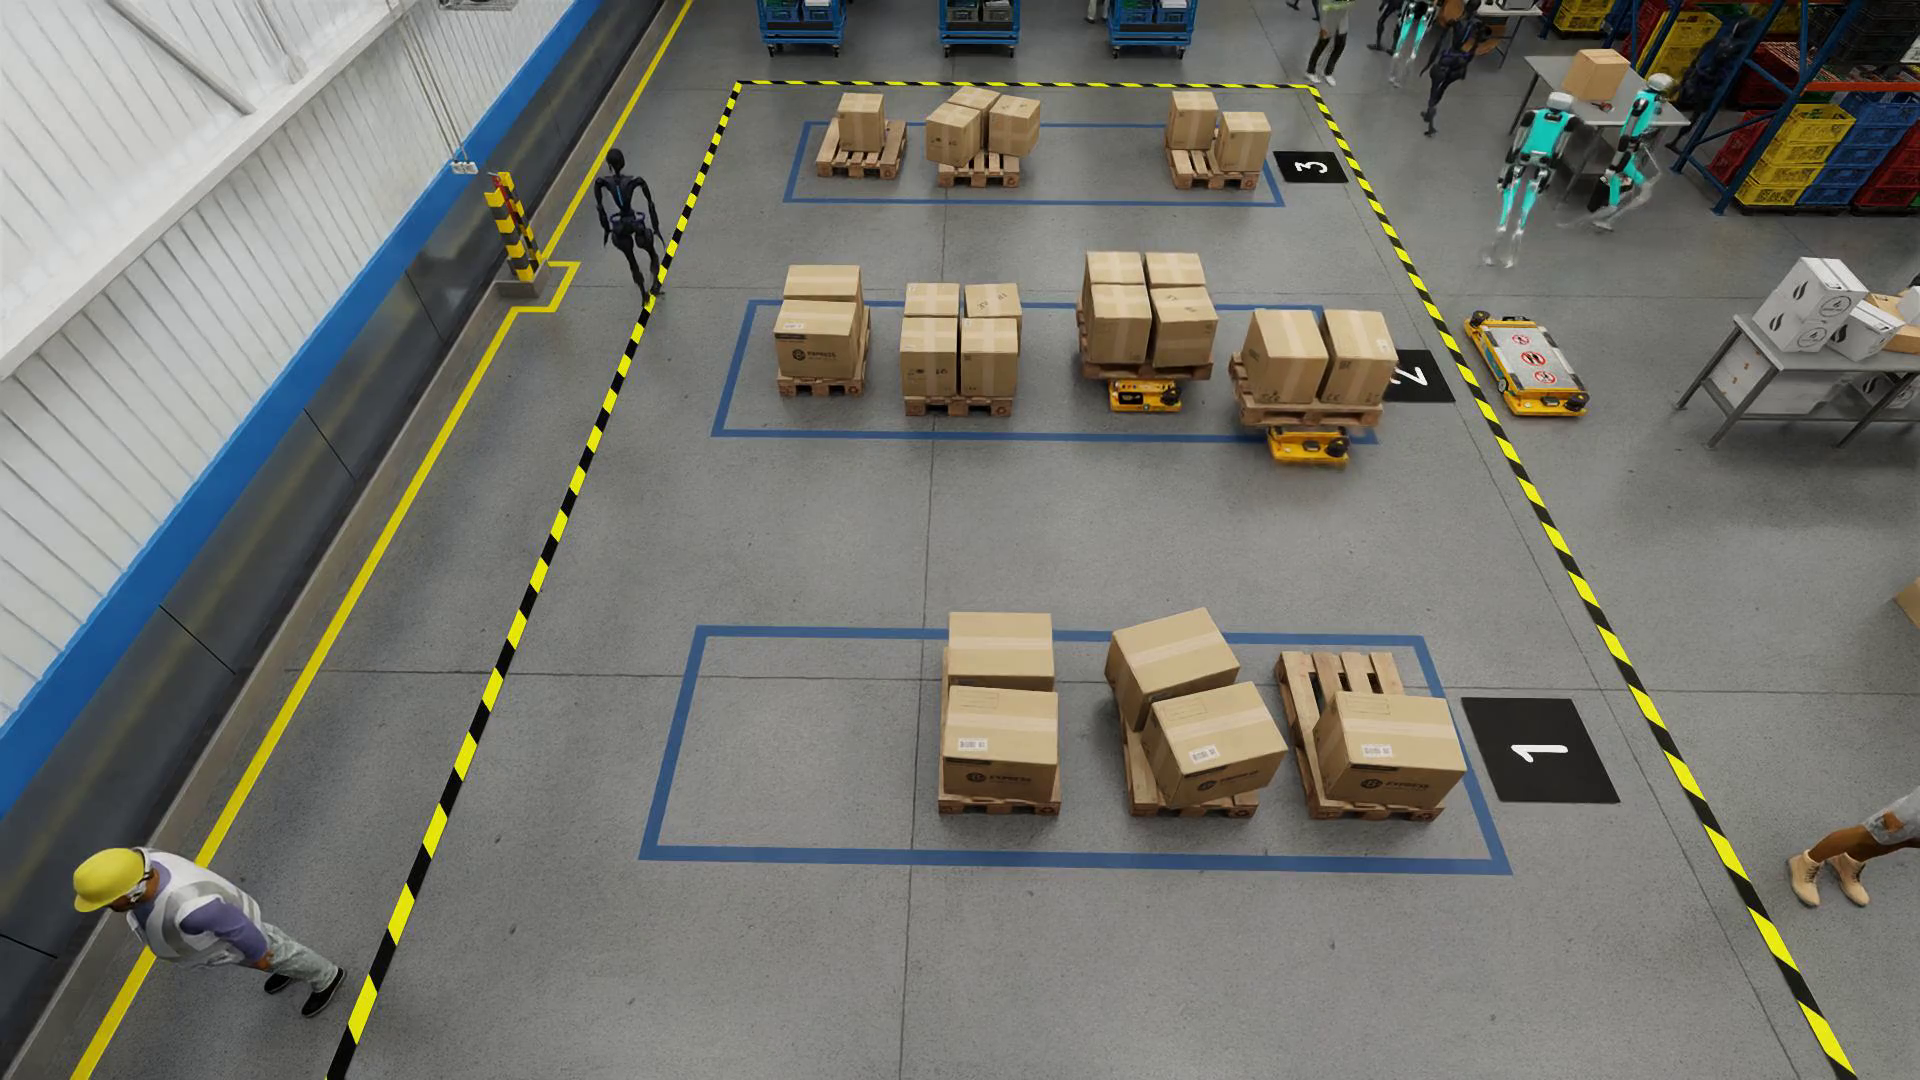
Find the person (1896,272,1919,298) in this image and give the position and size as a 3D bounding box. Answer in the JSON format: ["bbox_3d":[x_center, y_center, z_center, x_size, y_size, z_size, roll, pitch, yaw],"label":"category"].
[{"bbox_3d":[10.368,-3.171,9.245,0.336,1.838,0.505,-30,56,-23],"label":"person"}]

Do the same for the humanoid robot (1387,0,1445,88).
[{"bbox_3d":[6.403,-7.257,12.866,0.550,1.794,0.827,21,52,17],"label":"humanoid robot"}]

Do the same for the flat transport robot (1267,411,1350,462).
[{"bbox_3d":[3.162,-1.301,8.641,0.652,0.197,1.431,1,49,1],"label":"flat transport robot"}]

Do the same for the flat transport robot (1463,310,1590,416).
[{"bbox_3d":[5.573,-1.757,9.054,0.659,0.231,1.431,1,49,1],"label":"flat transport robot"}]

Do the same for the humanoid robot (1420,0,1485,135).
[{"bbox_3d":[6.431,-6.217,12.022,0.584,1.652,0.755,1,49,1],"label":"humanoid robot"}]

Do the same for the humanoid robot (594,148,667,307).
[{"bbox_3d":[-3.362,-3.168,9.347,0.610,1.648,0.343,-7,49,-6],"label":"humanoid robot"}]

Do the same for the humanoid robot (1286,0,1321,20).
[{"bbox_3d":[5.719,-9.279,14.681,0.598,1.620,0.842,-29,55,-23],"label":"humanoid robot"}]

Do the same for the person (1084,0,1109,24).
[{"bbox_3d":[2.290,-9.134,14.406,0.576,1.830,0.411,-12,50,-10],"label":"person"}]

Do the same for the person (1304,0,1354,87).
[{"bbox_3d":[5.237,-7.292,12.826,0.598,1.806,0.634,-19,52,-16],"label":"person"}]

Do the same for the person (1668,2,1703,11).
[{"bbox_3d":[11.010,-8.172,13.589,0.777,1.817,0.622,6,49,5],"label":"person"}]

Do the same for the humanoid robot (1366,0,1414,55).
[{"bbox_3d":[6.561,-8.141,13.651,0.587,1.641,0.456,-25,54,-20],"label":"humanoid robot"}]

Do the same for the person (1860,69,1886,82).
[{"bbox_3d":[13.641,-7.523,12.942,0.544,1.939,0.370,-10,50,-9],"label":"person"}]

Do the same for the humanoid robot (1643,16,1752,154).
[{"bbox_3d":[9.427,-5.782,11.610,0.617,1.648,0.470,24,53,20],"label":"humanoid robot"}]

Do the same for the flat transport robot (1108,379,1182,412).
[{"bbox_3d":[1.773,-1.818,9.088,0.652,0.197,1.431,1,49,1],"label":"flat transport robot"}]

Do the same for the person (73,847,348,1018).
[{"bbox_3d":[-3.836,2.029,4.742,0.601,1.830,0.404,21,52,17],"label":"person"}]

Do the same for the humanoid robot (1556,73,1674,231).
[{"bbox_3d":[7.515,-4.179,10.193,0.829,1.791,0.540,36,58,27],"label":"humanoid robot"}]

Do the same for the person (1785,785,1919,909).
[{"bbox_3d":[5.494,1.518,5.050,0.607,2.039,0.391,2,49,2],"label":"person"}]

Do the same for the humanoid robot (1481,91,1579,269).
[{"bbox_3d":[6.066,-3.764,9.821,0.564,1.756,0.785,14,50,11],"label":"humanoid robot"}]
